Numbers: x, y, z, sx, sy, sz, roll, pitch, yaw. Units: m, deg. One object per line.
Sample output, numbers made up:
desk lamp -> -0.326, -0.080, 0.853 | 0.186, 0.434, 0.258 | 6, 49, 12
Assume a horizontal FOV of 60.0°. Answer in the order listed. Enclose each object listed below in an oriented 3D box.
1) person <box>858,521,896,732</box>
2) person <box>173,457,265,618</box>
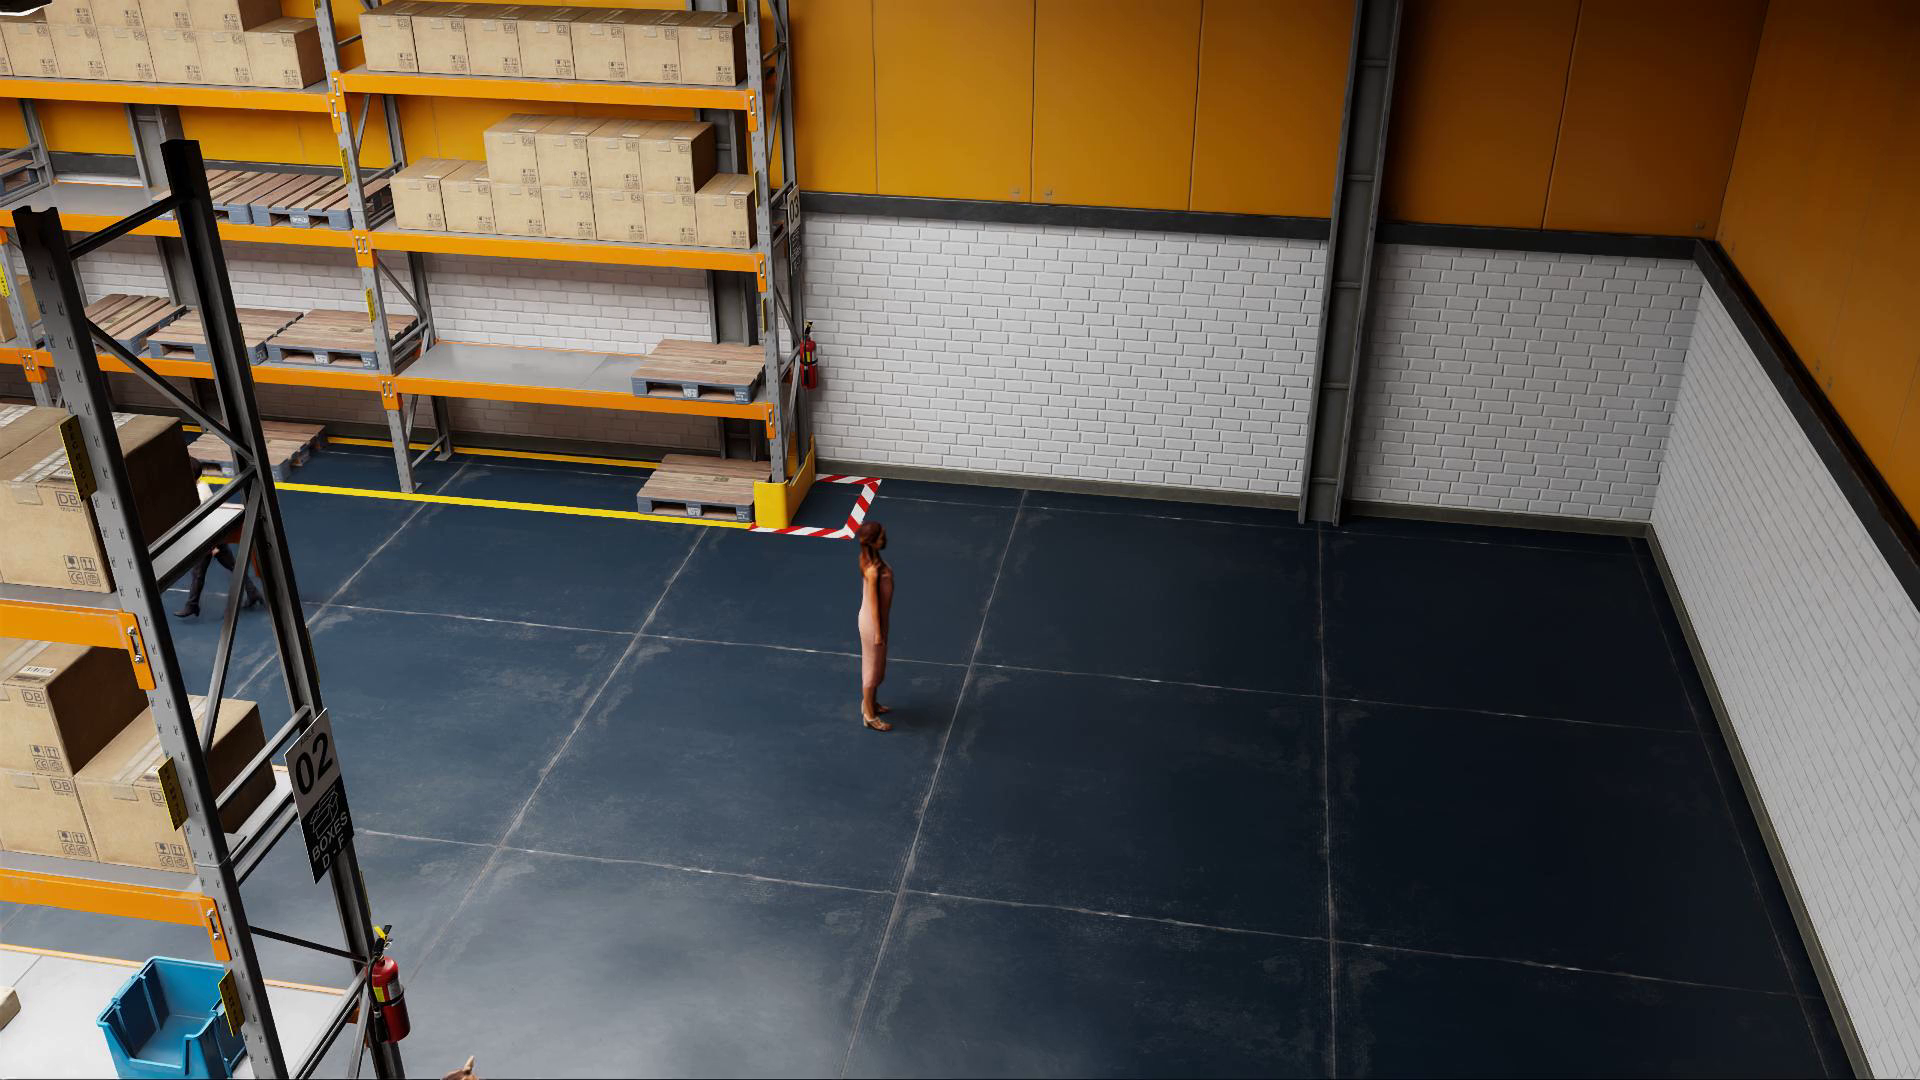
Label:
person -> -0.687, 0.665, 13.203 | 0.589, 1.831, 0.641 | -2, 29, -3
person -> -6.578, -0.013, 14.744 | 1.076, 1.546, 0.857 | -7, 29, -12
